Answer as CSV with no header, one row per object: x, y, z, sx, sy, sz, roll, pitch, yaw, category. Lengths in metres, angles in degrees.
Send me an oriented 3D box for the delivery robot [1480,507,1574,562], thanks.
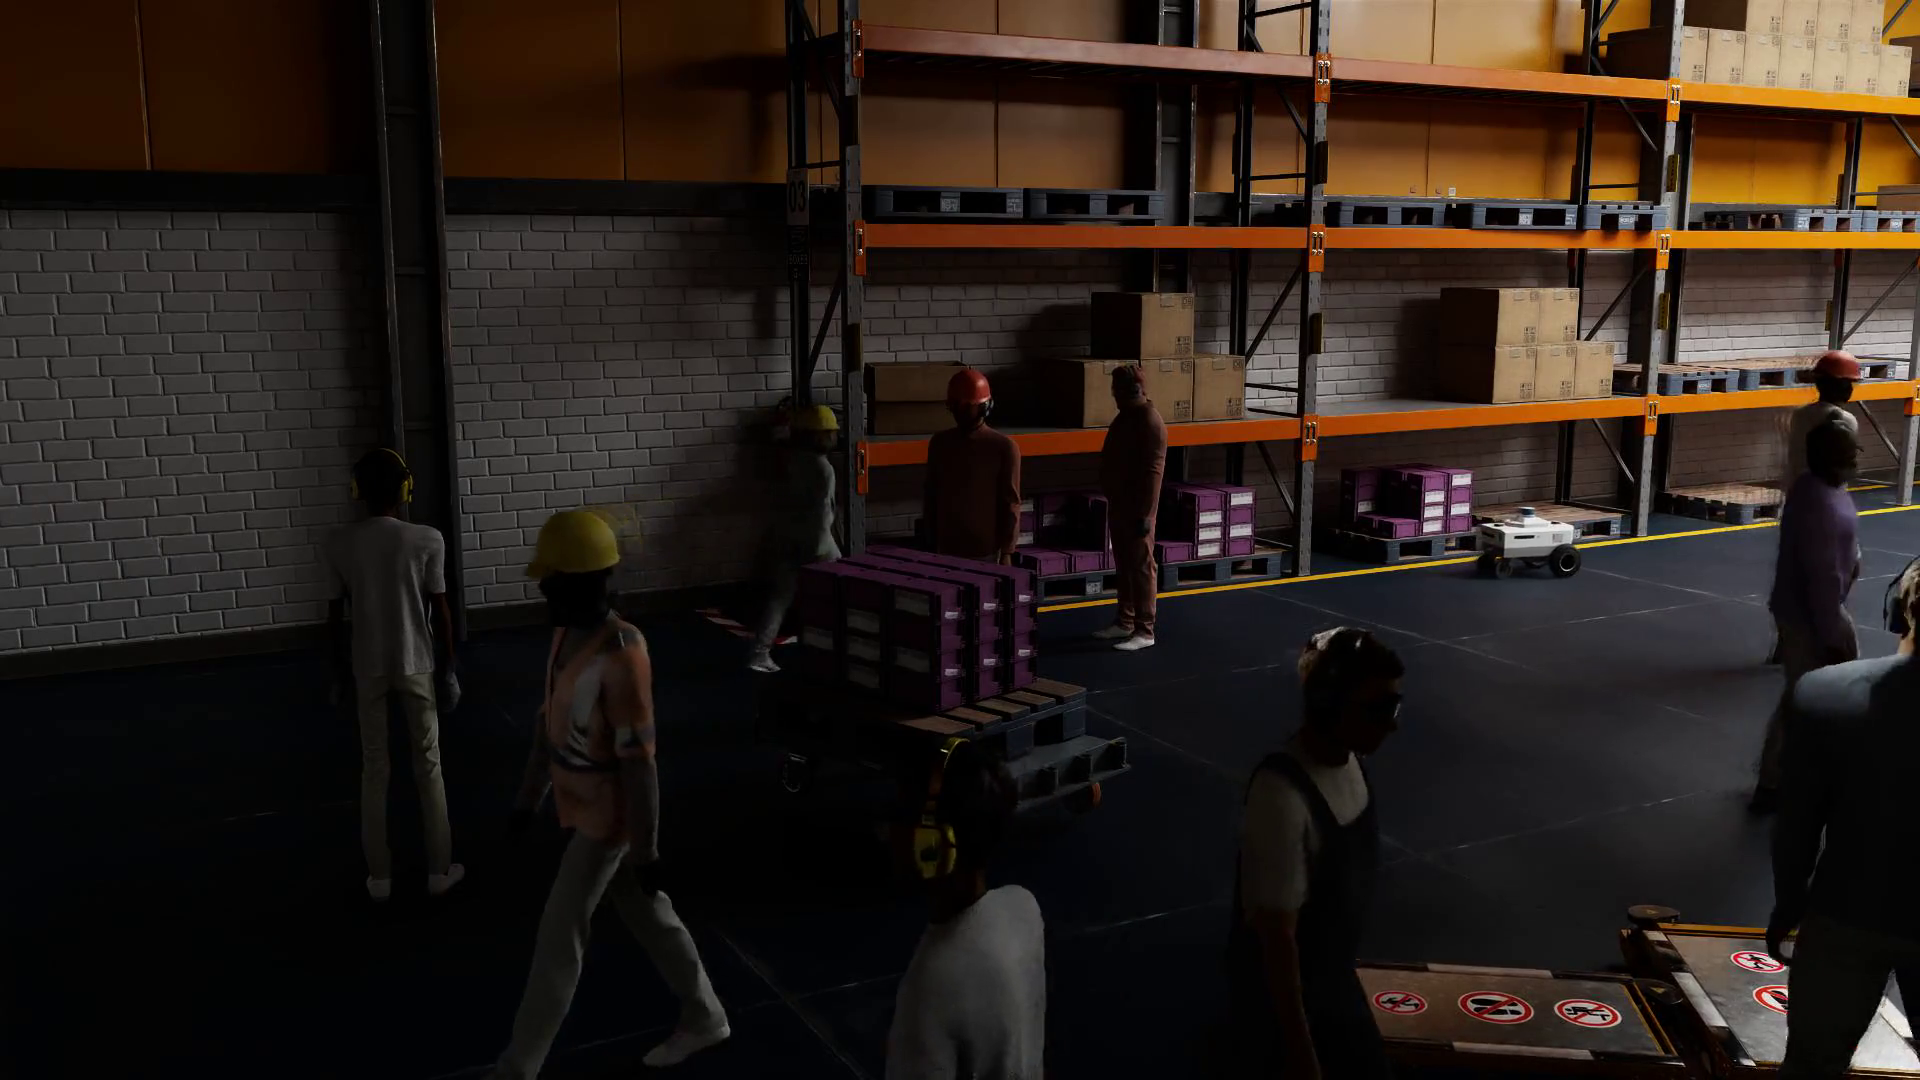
4.633,-0.027,13.604,0.707,0.478,0.477,-2,10,-13,delivery robot

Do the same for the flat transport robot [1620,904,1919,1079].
2.699,1.571,5.486,0.652,0.197,1.431,1,10,8,flat transport robot

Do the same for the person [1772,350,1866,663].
5.486,-0.194,10.598,0.533,2.024,0.605,-2,10,-13,person

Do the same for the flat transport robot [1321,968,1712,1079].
1.638,1.593,5.362,1.431,0.197,0.652,1,10,8,flat transport robot

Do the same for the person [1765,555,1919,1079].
2.379,0.976,4.193,0.642,1.932,0.416,6,12,31,person

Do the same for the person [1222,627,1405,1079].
0.874,1.083,3.849,0.699,1.814,0.545,7,12,36,person

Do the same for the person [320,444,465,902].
-2.309,0.545,6.791,0.518,1.874,0.326,-2,10,-10,person

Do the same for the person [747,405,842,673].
-0.949,-0.003,10.458,0.912,1.696,0.501,-8,13,-38,person

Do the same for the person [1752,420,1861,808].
3.971,0.375,7.721,0.427,1.895,0.733,6,12,32,person

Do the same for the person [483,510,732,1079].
-1.149,0.829,5.151,0.995,1.876,0.587,-5,11,-25,person

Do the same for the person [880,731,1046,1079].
0.016,1.236,2.964,0.953,1.832,0.535,3,10,18,person

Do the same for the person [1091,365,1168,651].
1.124,-0.218,11.104,0.407,1.902,0.638,-3,10,-16,person

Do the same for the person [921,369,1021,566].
0.048,0.027,9.423,0.610,1.993,0.380,5,11,28,person
